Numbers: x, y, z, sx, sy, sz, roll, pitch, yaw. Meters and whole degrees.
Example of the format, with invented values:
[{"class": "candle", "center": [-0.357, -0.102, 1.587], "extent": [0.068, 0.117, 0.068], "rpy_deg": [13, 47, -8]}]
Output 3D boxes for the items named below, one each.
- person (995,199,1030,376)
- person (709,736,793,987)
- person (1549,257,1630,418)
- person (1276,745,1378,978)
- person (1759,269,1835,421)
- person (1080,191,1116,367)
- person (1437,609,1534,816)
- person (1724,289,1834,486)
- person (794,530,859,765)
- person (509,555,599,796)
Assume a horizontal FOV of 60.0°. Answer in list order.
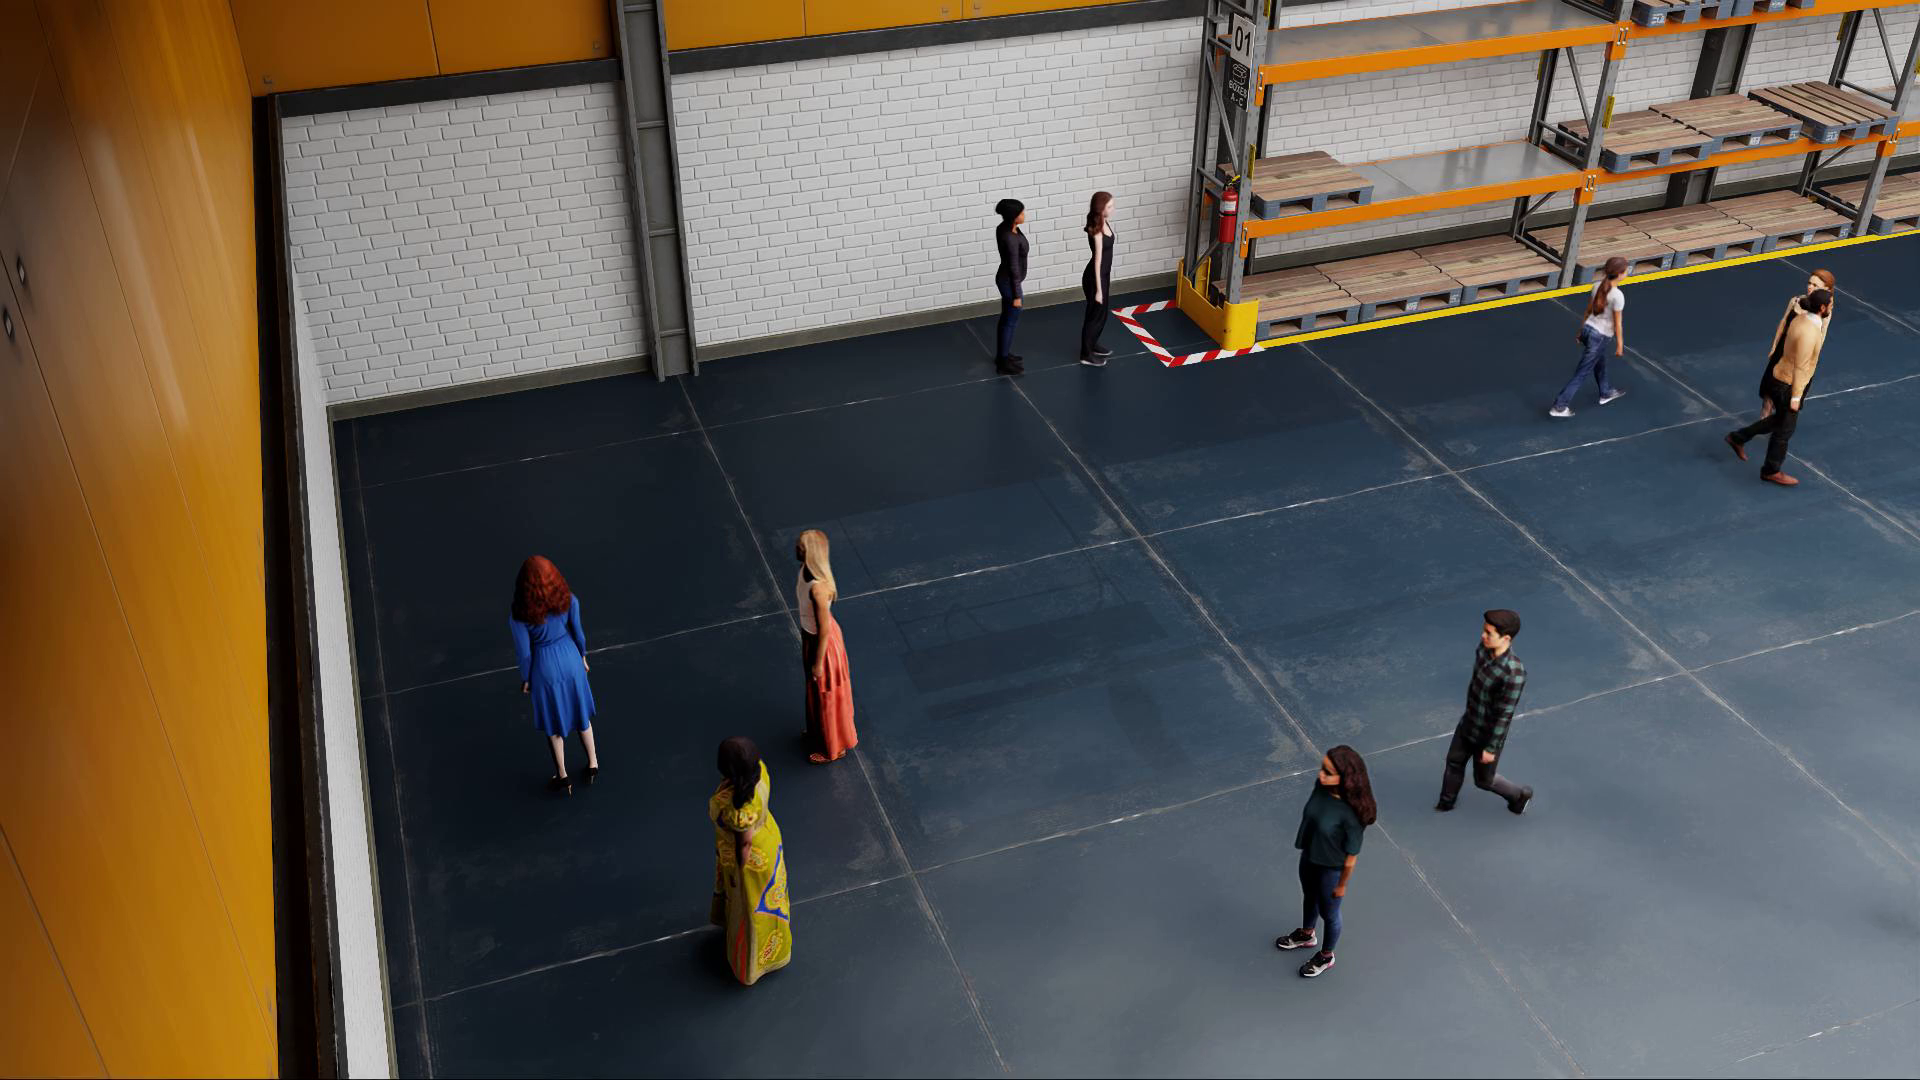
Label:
[{"class": "person", "center": [0.459, -2.391, 15.673], "extent": [0.611, 1.746, 0.666], "rpy_deg": [-4, 34, -6]}, {"class": "person", "center": [-1.207, 1.770, 9.490], "extent": [0.937, 1.660, 0.966], "rpy_deg": [1, 34, 1]}, {"class": "person", "center": [5.681, -1.794, 14.981], "extent": [1.070, 1.517, 0.571], "rpy_deg": [-10, 35, -15]}, {"class": "person", "center": [2.098, 1.813, 9.465], "extent": [0.564, 1.616, 0.580], "rpy_deg": [-12, 35, -17]}, {"class": "person", "center": [7.354, -1.623, 14.626], "extent": [0.636, 1.625, 0.620], "rpy_deg": [-21, 39, -28]}, {"class": "person", "center": [1.295, -2.500, 15.839], "extent": [0.693, 1.742, 0.672], "rpy_deg": [8, 34, 11]}, {"class": "person", "center": [3.403, 1.176, 10.577], "extent": [0.965, 1.696, 0.713], "rpy_deg": [-8, 34, -12]}, {"class": "person", "center": [6.933, -1.315, 14.062], "extent": [1.031, 1.736, 0.963], "rpy_deg": [14, 36, 20]}, {"class": "person", "center": [-0.917, 0.697, 10.977], "extent": [0.609, 1.802, 0.658], "rpy_deg": [-7, 34, -11]}, {"class": "person", "center": [-2.593, 0.879, 10.678], "extent": [0.557, 1.828, 0.702], "rpy_deg": [-17, 37, -24]}]
